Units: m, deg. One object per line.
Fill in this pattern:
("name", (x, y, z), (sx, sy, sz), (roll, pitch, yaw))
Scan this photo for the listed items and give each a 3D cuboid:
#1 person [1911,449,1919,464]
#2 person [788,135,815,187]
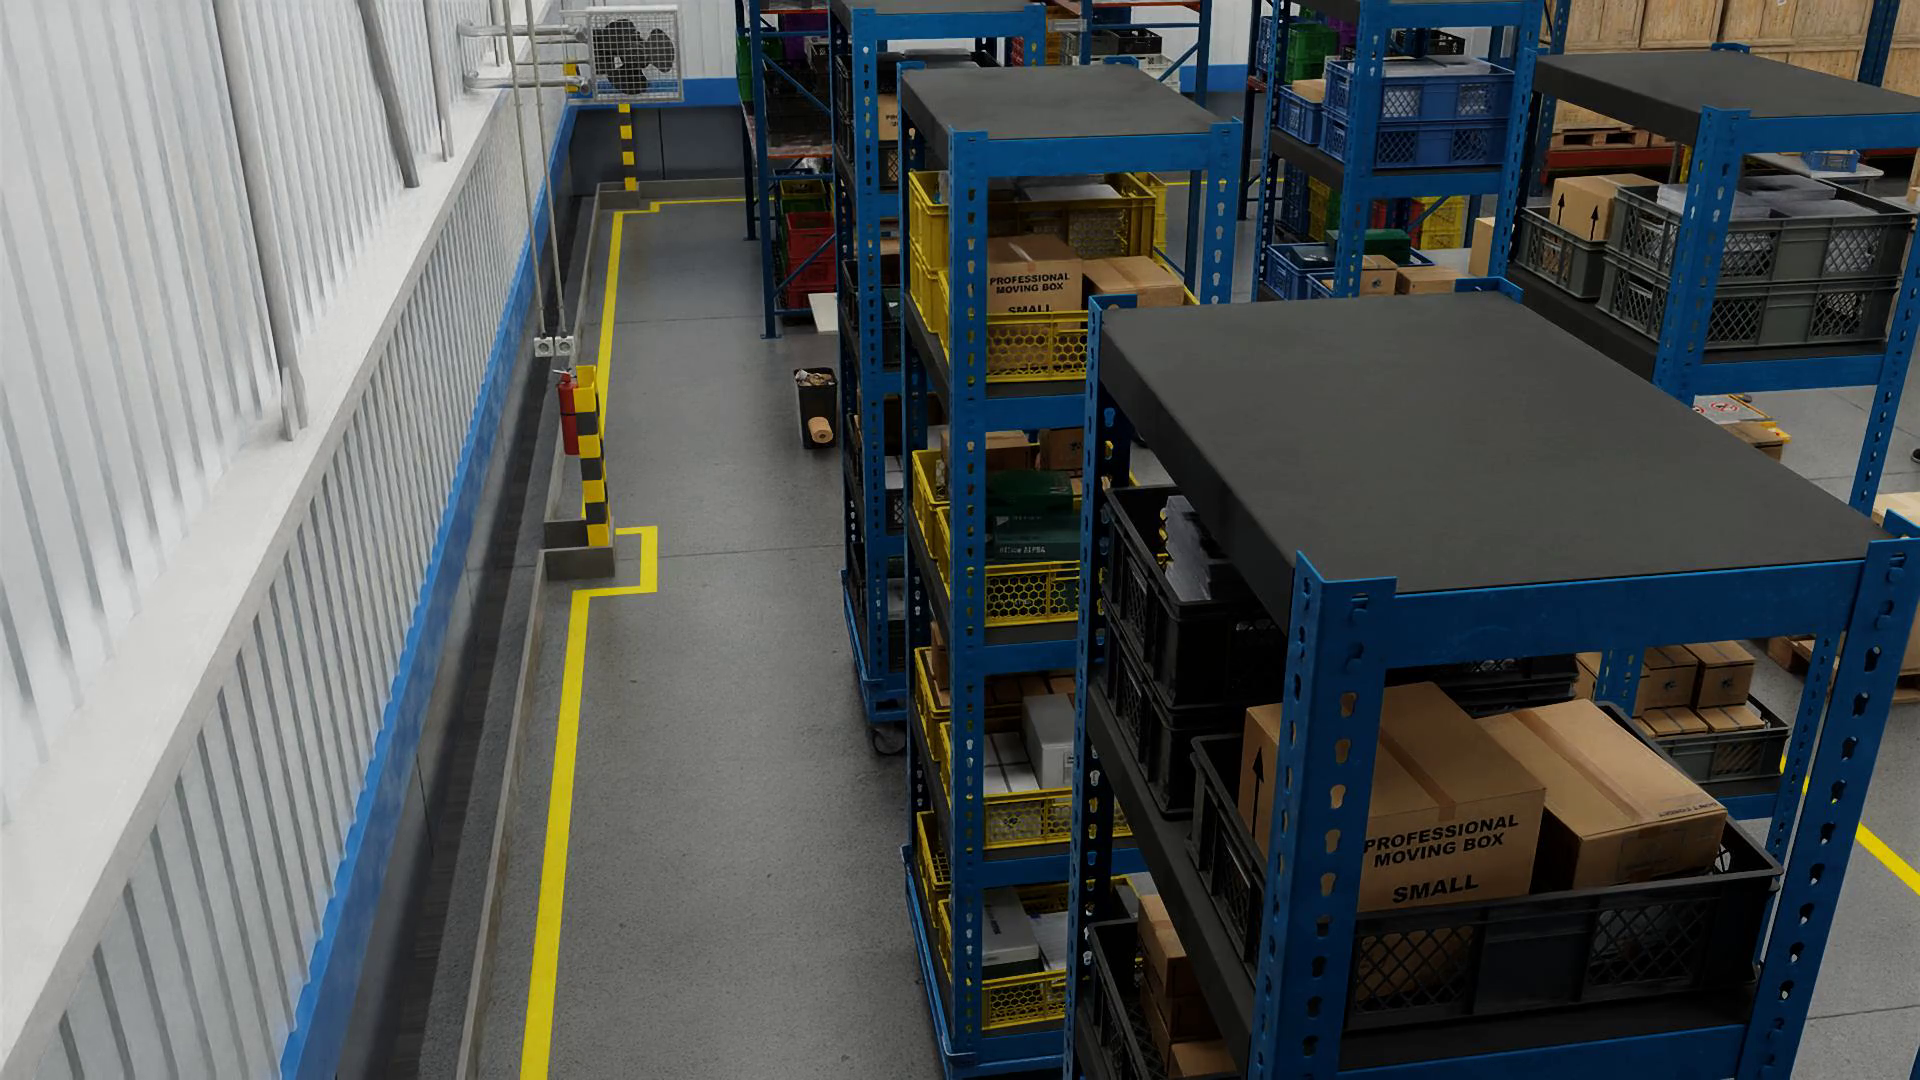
("person", (6.933, -1.356, 11.363), (0.597, 1.827, 0.403), (5, 25, 12))
("person", (-1.776, -4.563, 18.312), (0.342, 1.863, 0.672), (5, 25, 11))
